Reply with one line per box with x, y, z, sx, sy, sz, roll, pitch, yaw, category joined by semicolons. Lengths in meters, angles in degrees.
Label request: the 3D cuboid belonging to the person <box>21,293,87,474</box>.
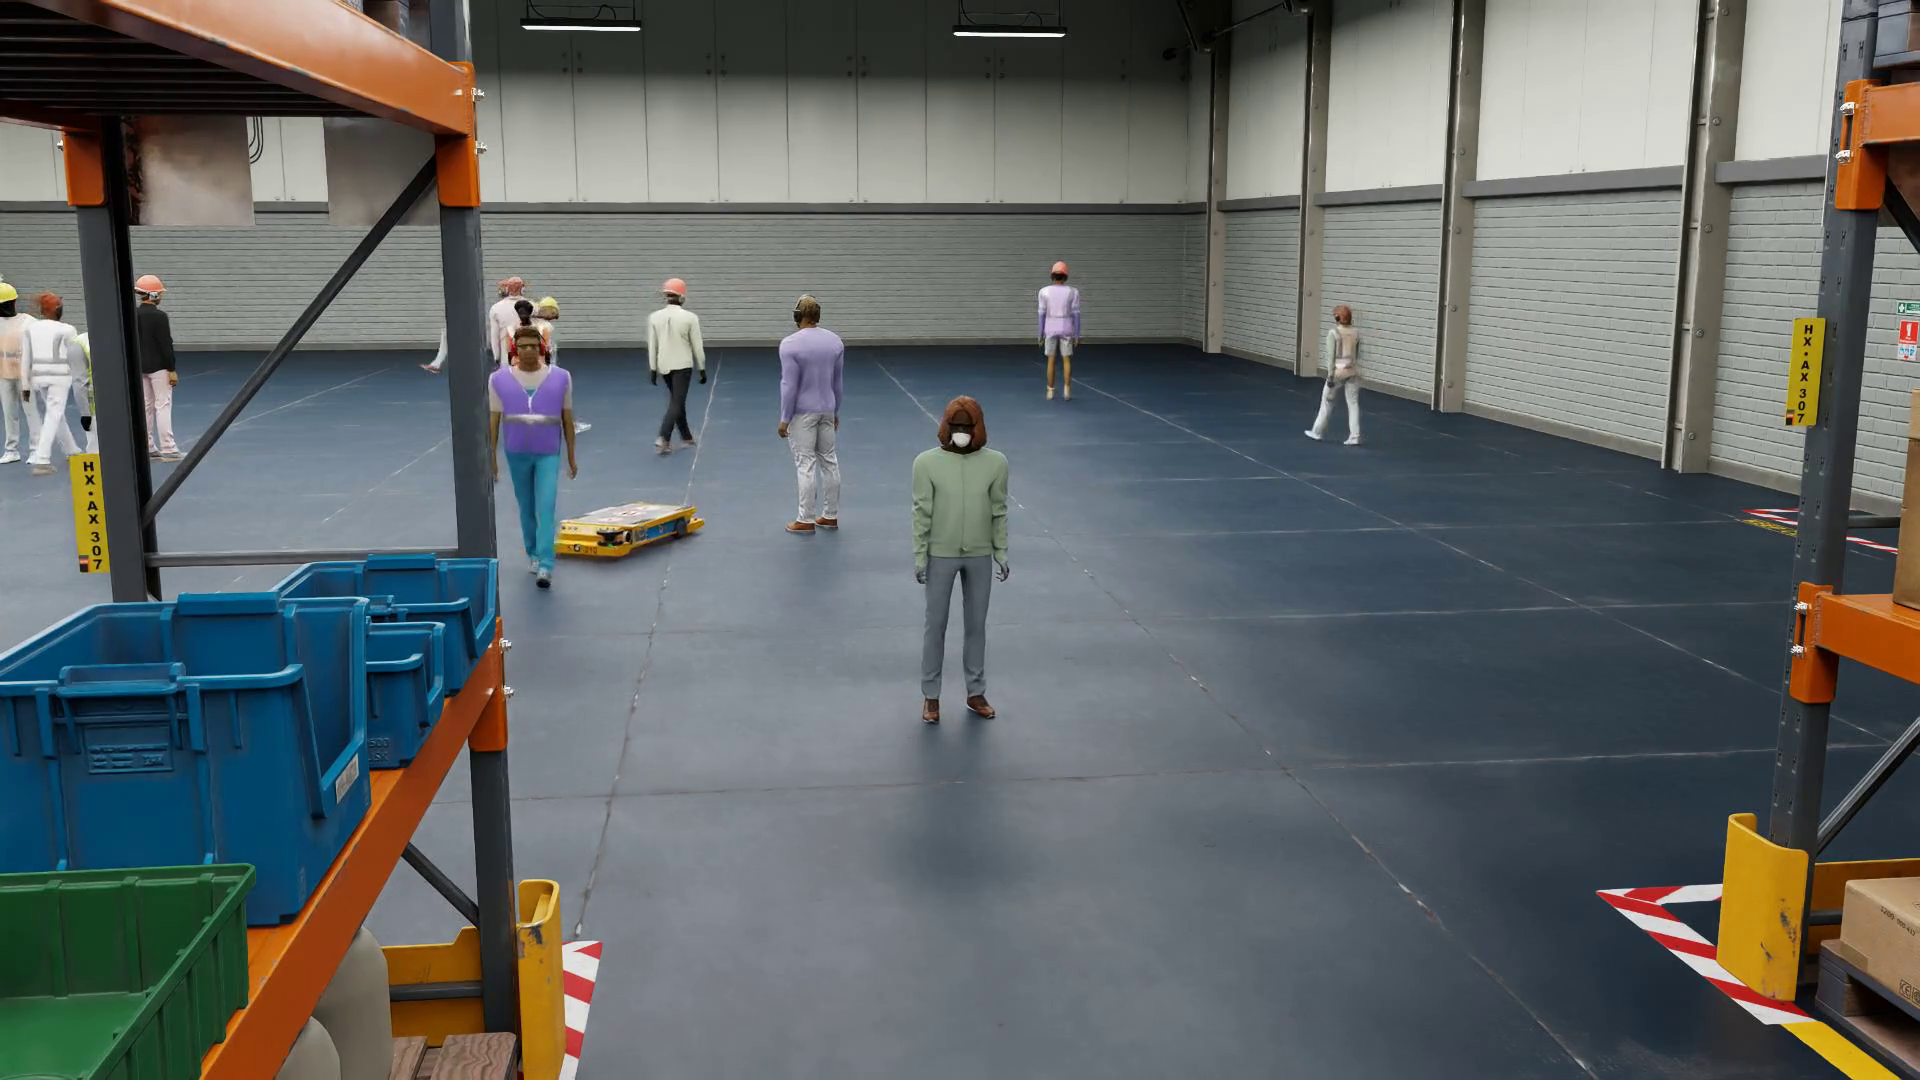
-9.294;-1.614;17.106;0.596;1.827;1.012;2;10;9;person

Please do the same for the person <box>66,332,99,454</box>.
-7.307;-1.112;14.315;0.429;1.845;0.621;4;11;22;person

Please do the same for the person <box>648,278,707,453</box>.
-3.199;-1.954;18.668;0.621;1.958;1.023;4;11;21;person

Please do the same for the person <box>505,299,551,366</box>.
-5.118;-2.025;19.767;0.532;1.680;0.548;-1;10;-5;person

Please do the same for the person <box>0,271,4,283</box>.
-16.354;-3.639;28.134;0.981;1.862;0.658;-5;11;-26;person

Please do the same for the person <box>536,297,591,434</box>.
-4.981;-2.092;20.145;0.914;1.666;0.524;-3;11;-18;person

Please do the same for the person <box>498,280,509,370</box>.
-5.864;-2.452;21.646;0.963;1.834;0.604;5;11;24;person

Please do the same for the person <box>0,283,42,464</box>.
-10.017;-1.754;17.629;0.588;1.916;0.392;1;10;4;person

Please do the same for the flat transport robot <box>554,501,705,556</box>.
-2.632;-0.103;13.093;0.652;0.197;1.431;4;11;19;flat transport robot

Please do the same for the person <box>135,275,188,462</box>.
-8.645;-1.837;17.865;0.608;1.996;0.382;5;11;25;person

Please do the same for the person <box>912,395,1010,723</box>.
0.007;0.092;8.284;0.501;1.633;0.289;-3;11;-14;person

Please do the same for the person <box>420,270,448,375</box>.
-8.900;-3.799;28.894;0.993;1.889;0.662;-5;12;-26;person

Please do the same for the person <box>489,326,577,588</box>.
-2.978;-0.590;11.578;0.583;1.795;0.999;-2;11;-11;person

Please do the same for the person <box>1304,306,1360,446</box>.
4.388;-1.912;19.356;0.540;1.600;0.819;-6;12;-28;person

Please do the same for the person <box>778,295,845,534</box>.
-1.214;-1.014;13.513;0.627;1.940;0.371;-10;14;-43;person

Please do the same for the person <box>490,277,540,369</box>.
-5.485;-2.303;20.665;0.639;1.909;0.409;-2;11;-12;person

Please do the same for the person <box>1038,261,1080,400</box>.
1.461;-3.078;24.544;0.615;2.041;0.392;1;10;7;person
